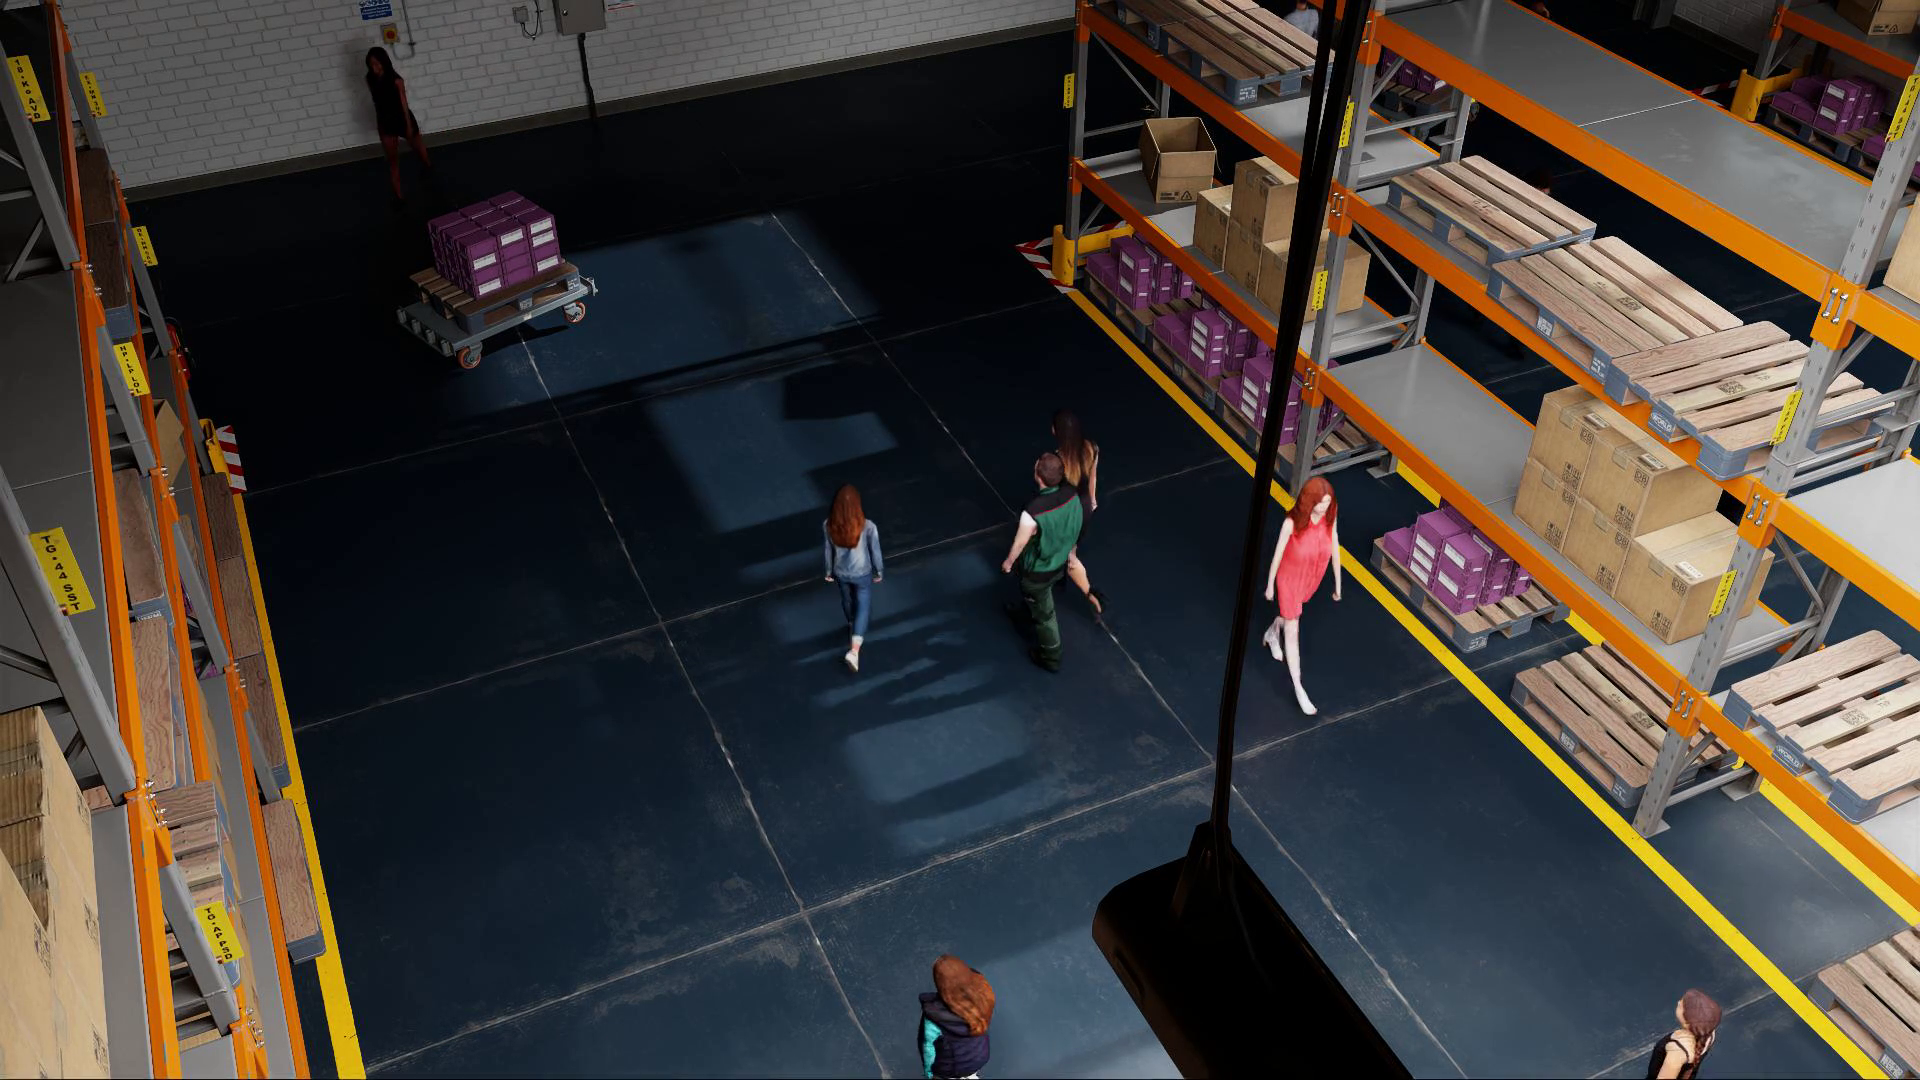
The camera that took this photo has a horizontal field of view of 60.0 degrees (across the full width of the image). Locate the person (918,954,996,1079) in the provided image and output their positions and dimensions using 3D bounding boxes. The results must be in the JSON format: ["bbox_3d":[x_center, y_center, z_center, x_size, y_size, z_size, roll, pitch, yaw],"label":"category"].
[{"bbox_3d":[0.020,2.701,8.702,0.680,1.497,0.792,-28,46,-31],"label":"person"}]

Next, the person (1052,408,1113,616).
[{"bbox_3d":[0.853,-0.162,12.129,0.814,1.693,1.058,-28,46,-30],"label":"person"}]

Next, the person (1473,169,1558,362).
[{"bbox_3d":[5.021,-2.557,15.077,0.723,1.757,1.135,-11,40,-14],"label":"person"}]

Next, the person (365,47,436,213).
[{"bbox_3d":[-5.845,-4.362,17.395,1.021,1.685,1.262,6,39,8],"label":"person"}]

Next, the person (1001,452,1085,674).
[{"bbox_3d":[0.614,0.191,11.586,0.818,1.819,1.028,-28,46,-30],"label":"person"}]

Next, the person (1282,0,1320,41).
[{"bbox_3d":[3.693,-5.240,18.365,0.649,1.847,0.550,-14,41,-17],"label":"person"}]

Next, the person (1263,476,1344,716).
[{"bbox_3d":[2.310,0.249,11.541,0.652,1.783,1.114,-14,41,-17],"label":"person"}]

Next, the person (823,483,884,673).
[{"bbox_3d":[-0.778,0.265,11.782,0.880,1.460,1.010,6,39,8],"label":"person"}]

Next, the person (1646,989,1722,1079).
[{"bbox_3d":[3.631,2.879,8.444,0.595,1.540,0.835,-21,43,-24],"label":"person"}]
